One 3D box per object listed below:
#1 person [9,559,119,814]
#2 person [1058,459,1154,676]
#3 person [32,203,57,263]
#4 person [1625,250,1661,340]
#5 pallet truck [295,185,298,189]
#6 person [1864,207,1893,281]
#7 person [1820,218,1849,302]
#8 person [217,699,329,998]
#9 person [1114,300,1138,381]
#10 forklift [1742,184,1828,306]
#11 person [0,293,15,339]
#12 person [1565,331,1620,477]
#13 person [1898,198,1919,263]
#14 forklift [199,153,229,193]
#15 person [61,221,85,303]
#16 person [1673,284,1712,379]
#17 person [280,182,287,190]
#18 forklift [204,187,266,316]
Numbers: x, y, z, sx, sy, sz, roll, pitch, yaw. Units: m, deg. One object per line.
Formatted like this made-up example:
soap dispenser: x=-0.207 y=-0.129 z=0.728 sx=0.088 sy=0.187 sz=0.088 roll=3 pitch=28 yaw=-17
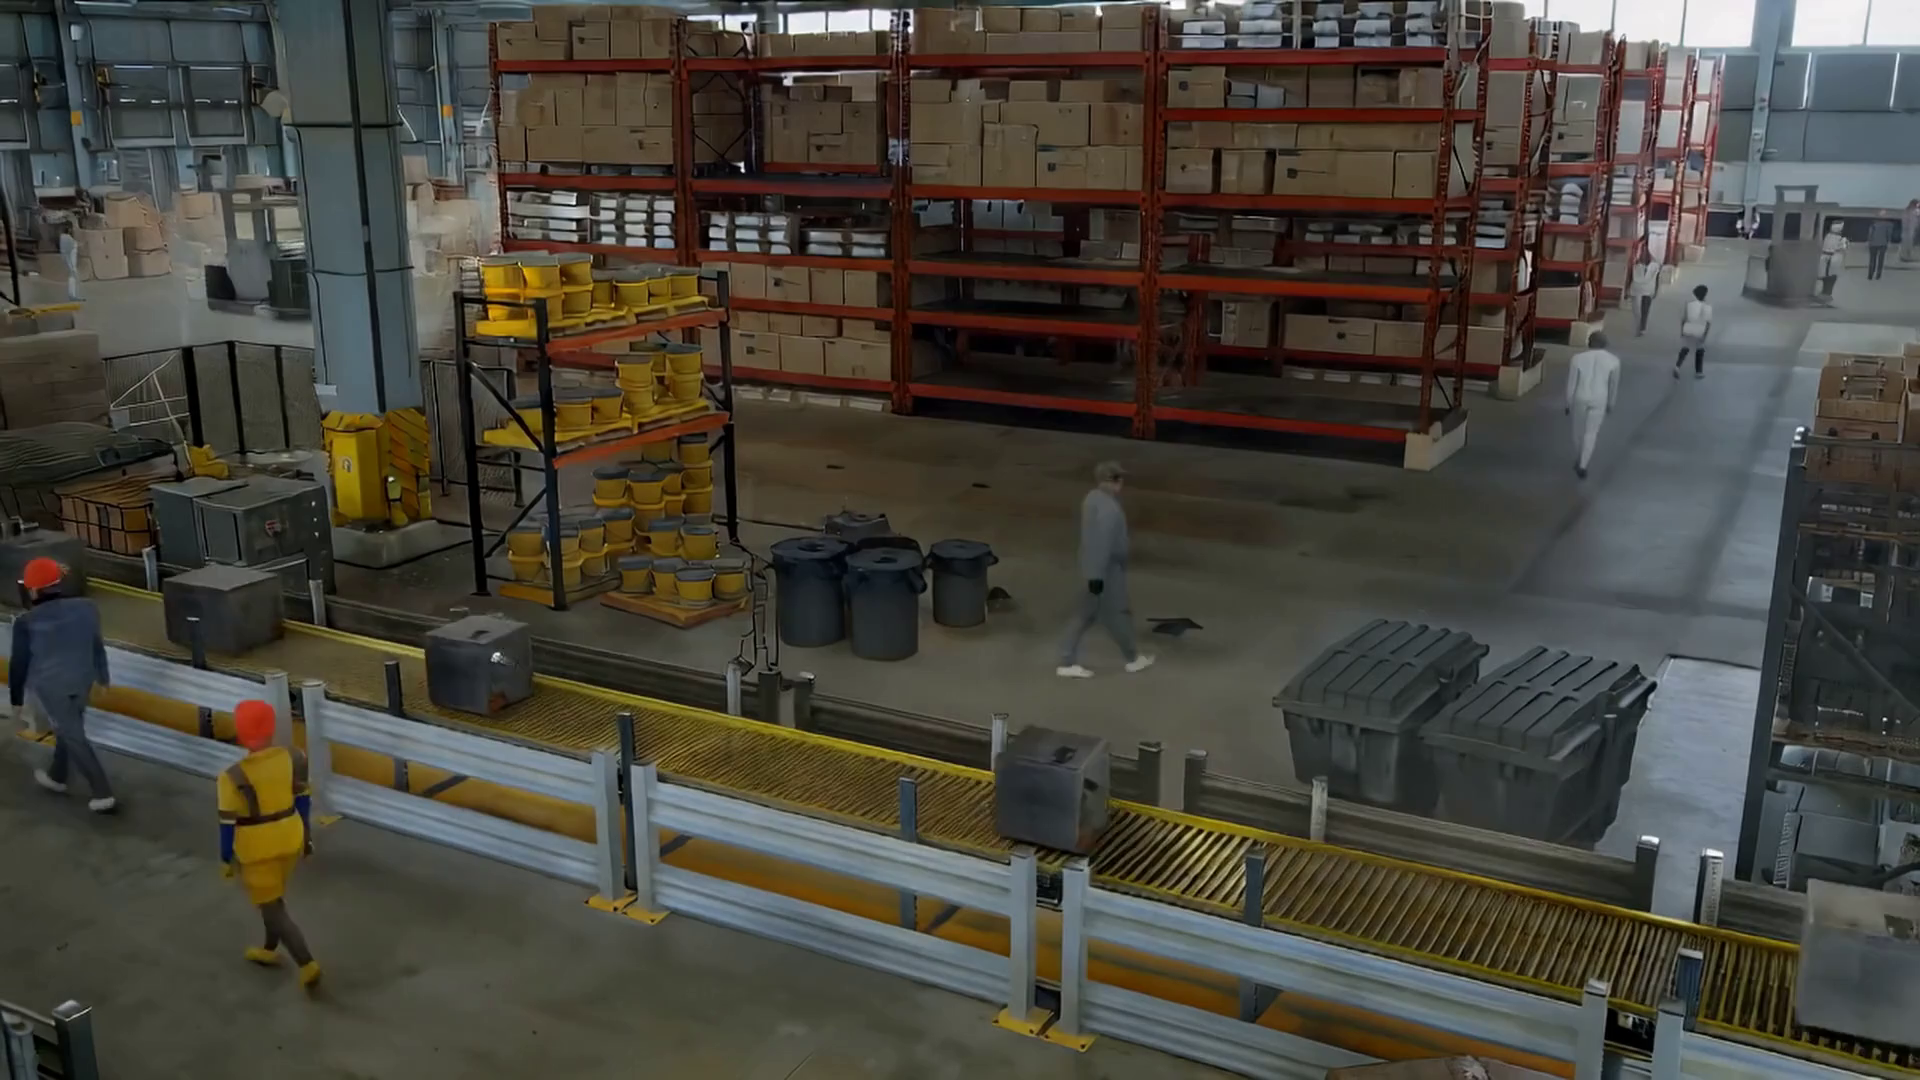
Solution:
person: x=-6.201 y=1.002 z=11.449 sx=0.987 sy=1.779 sz=0.605 roll=8 pitch=17 yaw=27
person: x=1.262 y=0.248 z=14.144 sx=0.919 sy=1.849 sz=0.720 roll=-4 pitch=15 yaw=-16
person: x=-27.167 y=-9.067 z=49.234 sx=0.506 sy=1.800 sz=0.957 roll=9 pitch=17 yaw=31
person: x=14.041 y=-5.066 z=34.215 sx=0.624 sy=1.810 sz=0.893 roll=9 pitch=17 yaw=31
pallet truck: x=-26.804 y=-14.617 z=69.738 sx=1.885 sy=1.965 sz=0.823 roll=-14 pitch=20 yaw=-42
person: x=24.706 y=-7.964 z=44.756 sx=0.629 sy=1.977 sz=0.538 roll=7 pitch=16 yaw=24
person: x=20.992 y=-6.720 z=40.014 sx=0.821 sy=2.021 sz=0.619 roll=-13 pitch=20 yaw=-40
person: x=-3.755 y=1.680 z=9.115 sx=0.817 sy=1.668 sz=0.537 roll=9 pitch=17 yaw=30
person: x=2.785 y=-3.006 z=26.713 sx=0.773 sy=1.663 sz=0.558 roll=9 pitch=17 yaw=29
forklift: x=19.801 y=-7.072 z=39.687 sx=1.129 sy=2.768 sz=1.873 roll=-1 pitch=15 yaw=-5
person: x=-14.788 y=-2.898 z=25.898 sx=0.549 sy=1.883 sz=0.985 roll=7 pitch=16 yaw=24
person: x=8.242 y=-1.785 z=21.753 sx=0.617 sy=1.887 sz=1.057 roll=9 pitch=17 yaw=29
person: x=28.422 y=-9.254 z=49.767 sx=0.407 sy=1.902 sz=0.639 roll=2 pitch=15 yaw=7
forklift: x=-27.440 y=-12.865 z=61.464 sx=1.873 sy=2.768 sz=1.129 roll=8 pitch=17 yaw=28
person: x=-21.403 y=-6.699 z=40.035 sx=0.362 sy=1.965 sz=0.612 roll=-8 pitch=17 yaw=-27
person: x=12.814 y=-3.628 z=29.055 sx=0.780 sy=1.666 sz=0.536 roll=-12 pitch=19 yaw=-39
person: x=-24.410 y=-11.980 z=60.094 sx=0.612 sy=1.852 sz=0.853 roll=-1 pitch=15 yaw=-3
forklift: x=-16.305 y=-6.620 z=37.985 sx=1.873 sy=2.768 sz=1.129 roll=8 pitch=17 yaw=28
